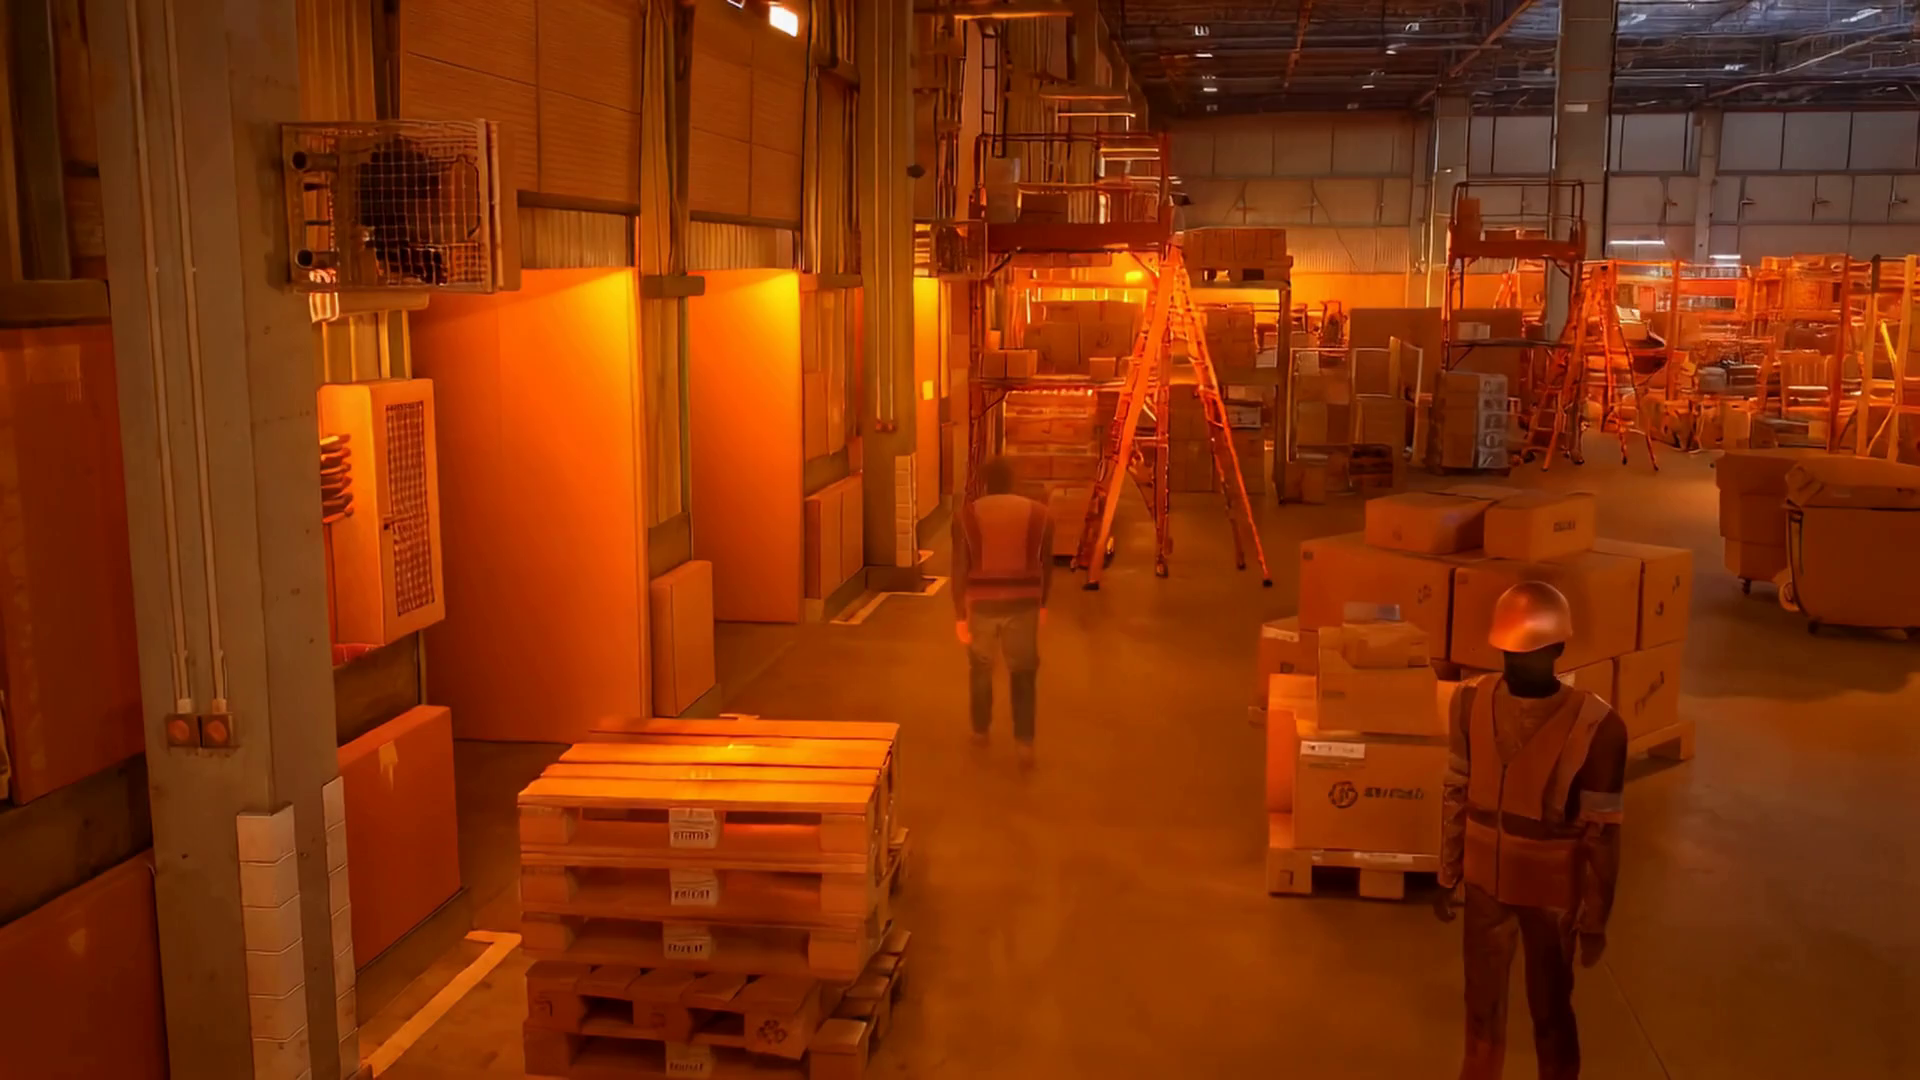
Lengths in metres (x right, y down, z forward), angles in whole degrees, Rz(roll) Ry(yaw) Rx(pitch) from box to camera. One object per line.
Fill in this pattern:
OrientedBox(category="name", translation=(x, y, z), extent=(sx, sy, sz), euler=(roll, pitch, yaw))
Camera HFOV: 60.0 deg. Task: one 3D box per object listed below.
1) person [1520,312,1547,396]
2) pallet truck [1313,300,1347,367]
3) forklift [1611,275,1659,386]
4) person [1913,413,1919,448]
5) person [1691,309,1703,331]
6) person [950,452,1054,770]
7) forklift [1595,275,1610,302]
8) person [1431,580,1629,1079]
OrientedBox(category="person", translation=(12.870, -4.122, 37.130), extent=(0.501, 1.925, 0.571), euler=(-3, 10, -19))
OrientedBox(category="pallet truck", translation=(11.159, -6.200, 49.718), extent=(0.823, 1.965, 1.885), euler=(4, 10, 26))
OrientedBox(category="forklift", translation=(16.302, -5.241, 41.090), extent=(1.873, 2.768, 1.129), euler=(4, 10, 22))
OrientedBox(category="person", translation=(15.561, -2.339, 26.710), extent=(0.320, 1.739, 0.484), euler=(5, 10, 28))
OrientedBox(category="person", translation=(21.888, -6.026, 49.586), extent=(0.539, 1.693, 0.320), euler=(-3, 10, -19))
OrientedBox(category="person", translation=(0.248, 0.401, 9.597), extent=(0.612, 1.811, 0.920), euler=(-1, 9, -5))
OrientedBox(category="forklift", translation=(18.081, -6.116, 46.484), extent=(1.873, 2.768, 1.129), euler=(-3, 10, -19))
OrientedBox(category="person", translation=(1.744, 1.064, 5.172), extent=(0.390, 1.919, 0.590), euler=(-7, 12, -38))
